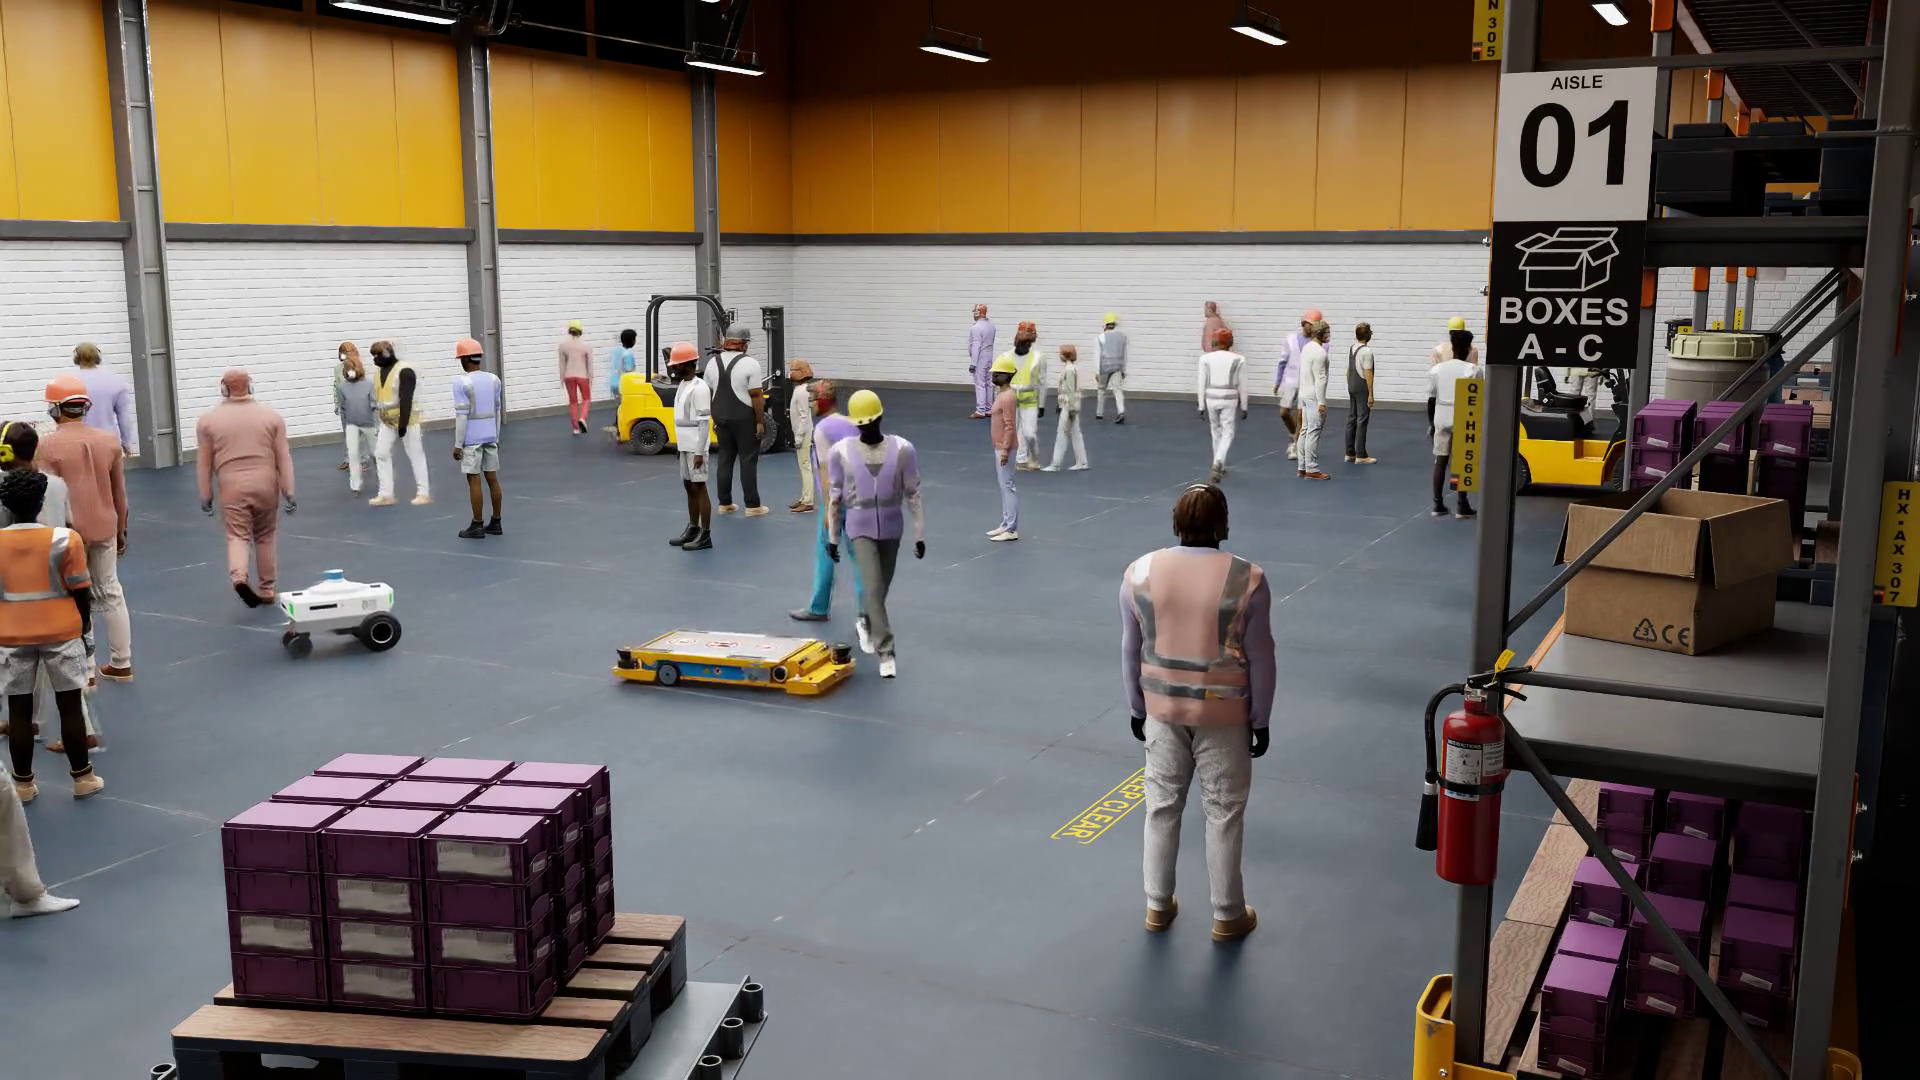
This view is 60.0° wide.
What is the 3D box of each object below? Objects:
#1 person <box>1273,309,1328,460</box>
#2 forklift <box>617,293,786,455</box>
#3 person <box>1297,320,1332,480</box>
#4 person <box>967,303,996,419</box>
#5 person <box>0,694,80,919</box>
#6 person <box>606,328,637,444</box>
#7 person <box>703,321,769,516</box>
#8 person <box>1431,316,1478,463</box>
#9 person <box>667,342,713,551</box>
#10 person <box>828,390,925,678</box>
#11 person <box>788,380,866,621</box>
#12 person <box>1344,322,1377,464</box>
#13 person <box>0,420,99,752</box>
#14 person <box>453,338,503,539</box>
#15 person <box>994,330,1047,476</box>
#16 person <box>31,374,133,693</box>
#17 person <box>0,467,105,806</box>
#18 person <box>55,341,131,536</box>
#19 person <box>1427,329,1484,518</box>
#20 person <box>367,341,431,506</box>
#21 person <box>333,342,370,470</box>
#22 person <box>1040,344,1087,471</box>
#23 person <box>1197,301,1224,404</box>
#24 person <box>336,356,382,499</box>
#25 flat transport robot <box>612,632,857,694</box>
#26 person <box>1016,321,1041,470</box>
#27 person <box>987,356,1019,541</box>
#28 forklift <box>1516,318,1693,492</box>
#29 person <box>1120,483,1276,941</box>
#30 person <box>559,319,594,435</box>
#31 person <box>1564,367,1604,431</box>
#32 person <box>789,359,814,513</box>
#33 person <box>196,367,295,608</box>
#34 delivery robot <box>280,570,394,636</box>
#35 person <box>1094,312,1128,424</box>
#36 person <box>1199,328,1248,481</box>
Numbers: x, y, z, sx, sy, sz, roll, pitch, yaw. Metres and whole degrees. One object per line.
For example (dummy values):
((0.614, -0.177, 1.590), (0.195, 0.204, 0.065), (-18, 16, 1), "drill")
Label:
((4.541, -2.064, 22.142), (0.687, 2.011, 0.537), (5, 11, 25), "person")
((-3.588, -2.317, 23.042), (2.313, 2.155, 1.214), (-1, 10, -5), "forklift")
((4.308, -1.698, 20.203), (0.354, 1.936, 0.635), (-1, 10, -6), "person")
((0.333, -2.972, 27.662), (0.406, 1.911, 0.638), (5, 11, 28), "person")
((-4.110, 0.794, 6.728), (0.770, 1.614, 0.522), (-5, 11, -29), "person")
((-4.821, -2.176, 23.714), (0.477, 1.674, 0.586), (-7, 12, -34), "person")
((-2.305, -1.277, 17.470), (0.688, 2.000, 0.536), (5, 11, 28), "person")
((6.390, -1.922, 21.523), (0.588, 1.930, 0.358), (4, 11, 21), "person")
((-2.509, -0.866, 15.415), (0.374, 1.928, 0.542), (-6, 11, -30), "person")
((-0.574, -0.084, 11.093), (0.622, 1.868, 0.934), (-2, 10, -13), "person")
((-0.955, -0.277, 12.395), (0.698, 1.806, 0.609), (4, 11, 22), "person")
((5.243, -1.914, 21.716), (0.334, 1.846, 0.513), (-3, 10, -19), "person")
((-5.157, 0.272, 9.133), (0.869, 1.828, 0.533), (1, 10, 6), "person")
((-4.671, -0.979, 16.050), (0.364, 1.936, 0.542), (6, 11, 31), "person")
((0.747, -1.670, 20.389), (0.644, 1.820, 0.512), (2, 10, 12), "person")
((-5.526, -0.042, 10.448), (0.391, 1.992, 0.623), (5, 11, 25), "person")
((-4.588, 0.482, 8.281), (0.533, 1.697, 0.319), (-3, 10, -17), "person")
((-8.210, -0.921, 15.763), (0.628, 1.926, 0.427), (-8, 12, -38), "person")
((5.157, -1.211, 17.298), (0.613, 1.963, 0.361), (9, 13, 43), "person")
((-6.167, -1.255, 18.055), (0.615, 1.795, 0.749), (6, 12, 32), "person")
((-7.696, -1.695, 21.064), (0.504, 1.632, 0.269), (2, 10, 14), "person")
((1.341, -1.664, 20.953), (0.494, 1.632, 0.520), (1, 10, 8), "person")
((4.643, -3.350, 29.910), (0.690, 1.890, 0.663), (4, 11, 22), "person")
((-6.781, -1.303, 18.900), (0.524, 1.600, 0.789), (-1, 10, -5), "person")
((-1.451, 0.771, 10.729), (1.431, 0.197, 0.652), (3, 10, 18), "flat transport robot")
((0.828, -1.829, 21.124), (0.362, 1.882, 0.575), (-1, 10, -5), "person")
((0.412, -0.875, 15.923), (0.298, 1.772, 0.533), (-1, 10, -4), "person")
((7.066, -1.601, 18.899), (2.313, 2.155, 1.214), (5, 11, 27), "forklift")
((0.958, 0.687, 6.667), (0.626, 1.846, 0.429), (4, 11, 24), "person")
((-5.784, -2.444, 25.074), (0.522, 1.755, 0.417), (0, 10, -2), "person")
((9.662, -2.599, 25.720), (0.590, 1.834, 0.404), (5, 11, 28), "person")
((-1.690, -1.109, 17.670), (0.286, 1.633, 0.499), (-1, 10, -7), "person")
((-5.478, -0.382, 12.775), (0.691, 1.875, 0.695), (-5, 11, -26), "person")
((-4.308, 0.449, 11.501), (0.707, 0.478, 0.477), (-6, 12, -31), "delivery robot")
((2.443, -2.770, 26.847), (0.596, 1.801, 0.916), (-3, 10, -14), "person")
((3.165, -1.637, 20.104), (0.585, 1.856, 0.874), (4, 11, 22), "person")
